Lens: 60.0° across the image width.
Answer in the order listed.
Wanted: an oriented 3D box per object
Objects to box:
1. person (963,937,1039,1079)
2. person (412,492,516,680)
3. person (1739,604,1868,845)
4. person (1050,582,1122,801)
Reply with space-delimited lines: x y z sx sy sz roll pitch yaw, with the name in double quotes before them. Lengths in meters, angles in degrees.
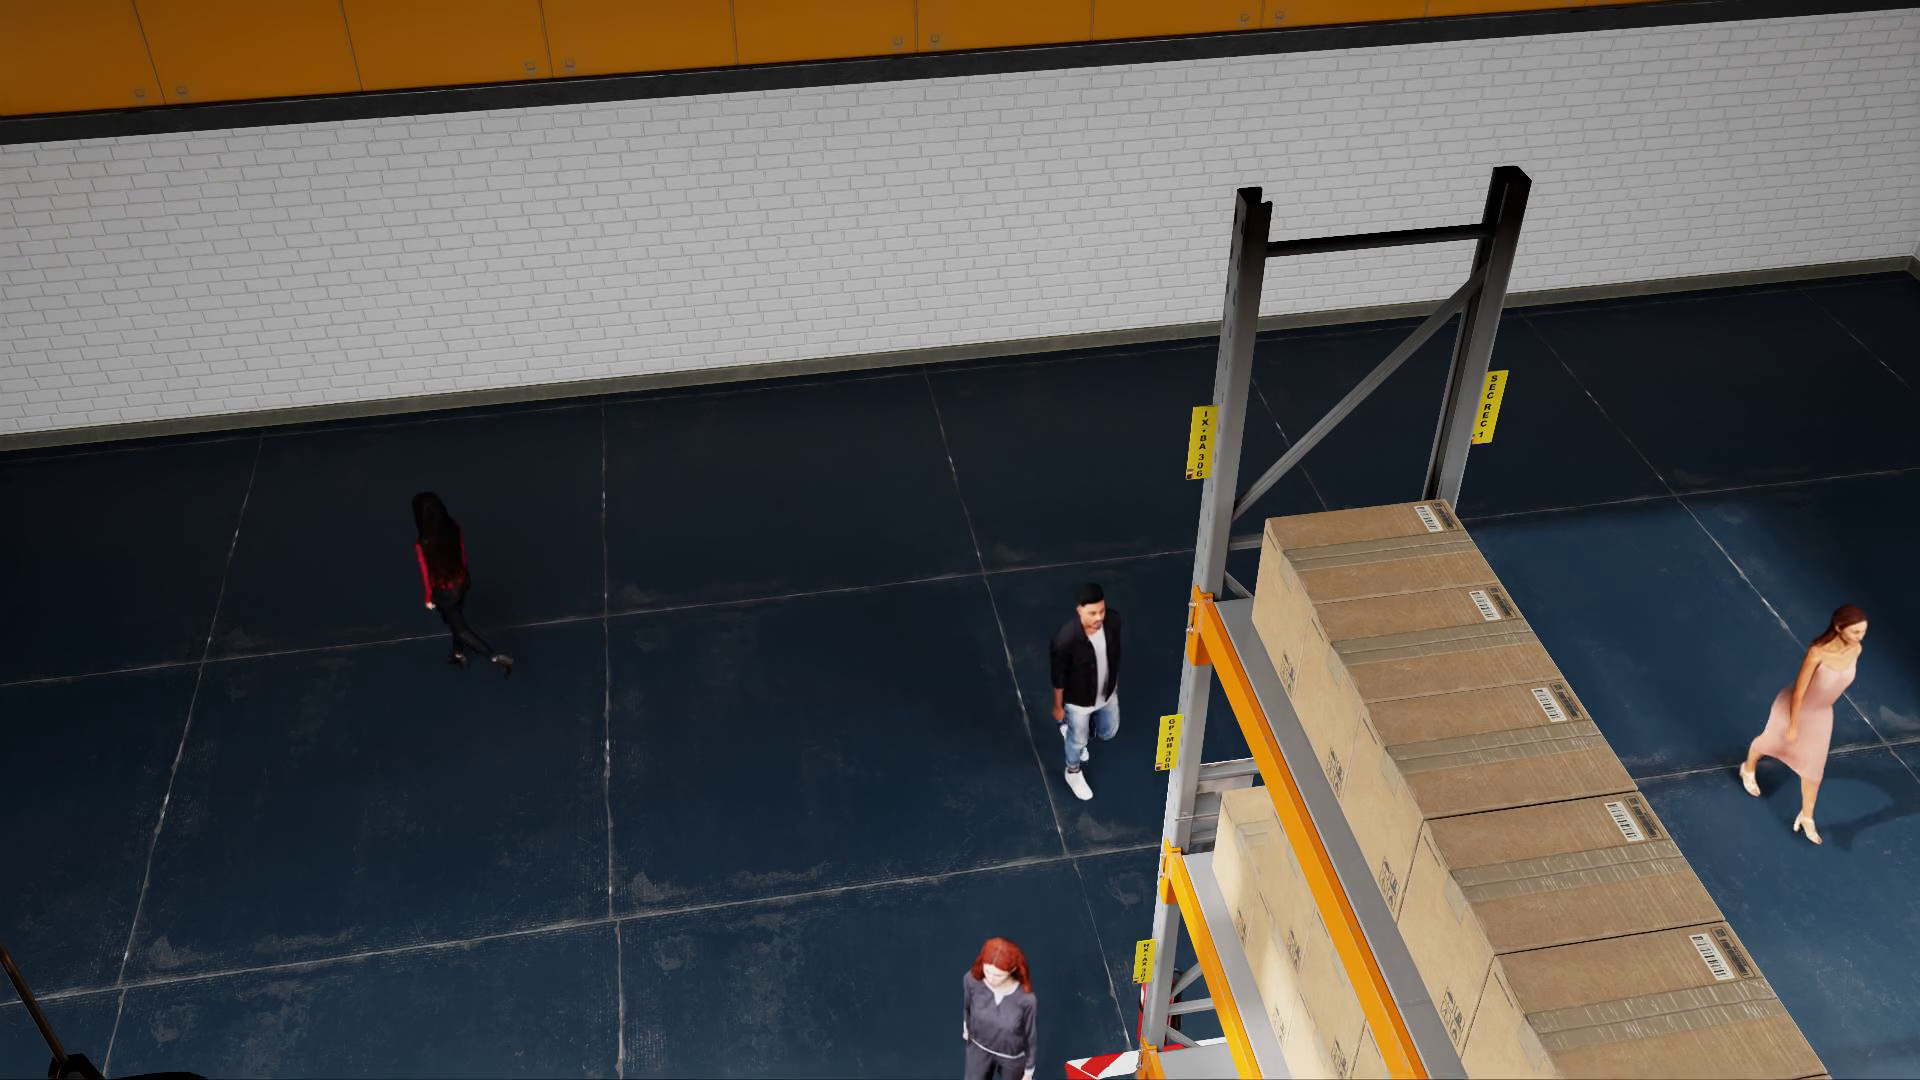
"person" 0.246 2.666 8.962 0.949 1.747 1.123 14 41 17
"person" -3.585 0.366 11.929 0.969 1.639 0.976 17 42 20
"person" 5.474 1.061 10.931 0.596 1.798 0.967 -5 39 -6
"person" 0.794 0.928 11.101 0.839 1.795 0.888 -21 43 -24
